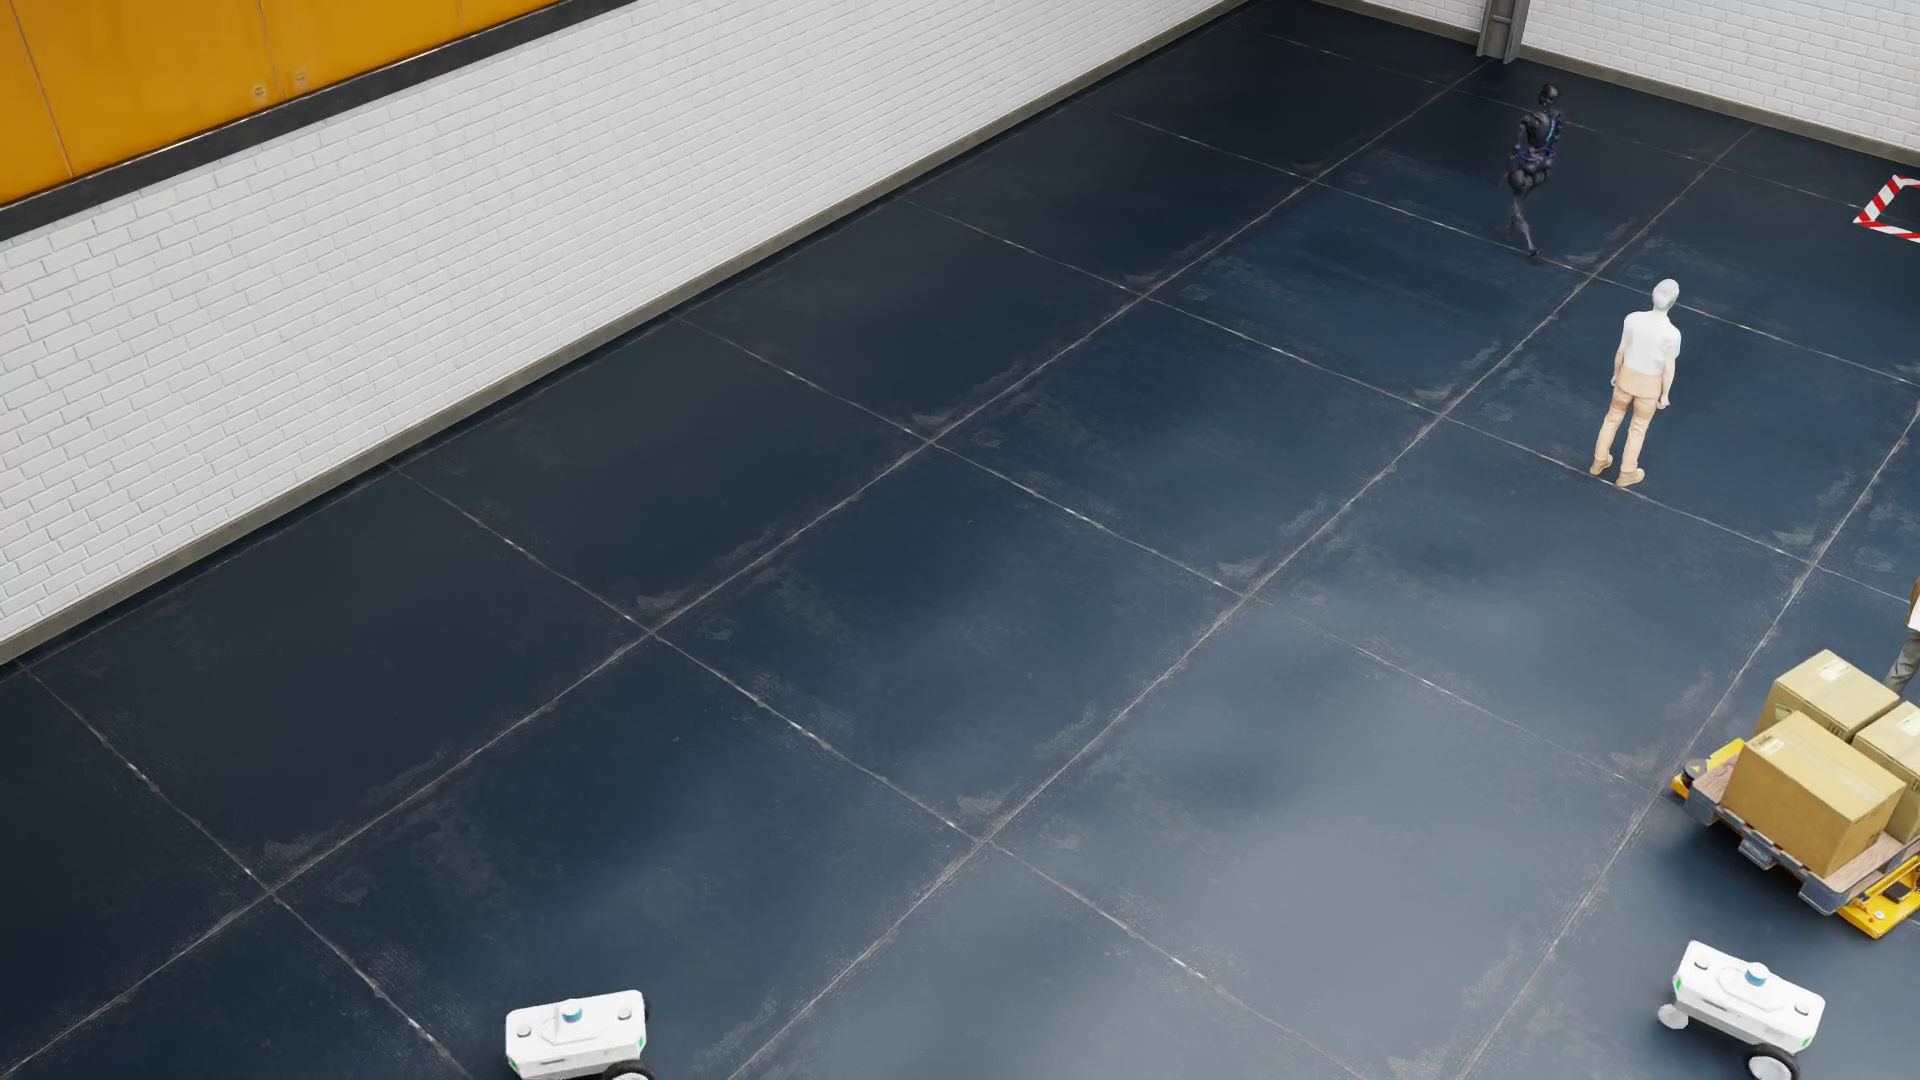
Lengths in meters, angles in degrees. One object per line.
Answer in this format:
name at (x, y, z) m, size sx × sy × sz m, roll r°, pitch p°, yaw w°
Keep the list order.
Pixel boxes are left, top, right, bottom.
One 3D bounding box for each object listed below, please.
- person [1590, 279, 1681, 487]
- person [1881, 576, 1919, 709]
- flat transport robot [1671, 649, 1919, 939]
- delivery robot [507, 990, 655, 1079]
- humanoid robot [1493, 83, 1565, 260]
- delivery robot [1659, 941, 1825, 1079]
person at (5.155, -1.190, 12.586) m, size 0.320 × 1.747 × 0.471 m, roll -30°, pitch 47°, yaw -32°
person at (6.093, 0.578, 10.311) m, size 0.390 × 1.846 × 0.565 m, roll -16°, pitch 42°, yaw -19°
flat transport robot at (5.140, 1.756, 10.107) m, size 0.659 × 0.231 × 1.431 m, roll -22°, pitch 44°, yaw -25°
delivery robot at (-1.989, 2.640, 8.783) m, size 0.779 × 0.597 × 0.499 m, roll -7°, pitch 39°, yaw -9°
humanoid robot at (5.341, -3.439, 15.477) m, size 0.589 × 1.656 × 0.744 m, roll -18°, pitch 42°, yaw -21°
delivery robot at (4.217, 2.497, 8.950) m, size 0.774 × 0.583 × 0.499 m, roll 23°, pitch 44°, yaw 26°
